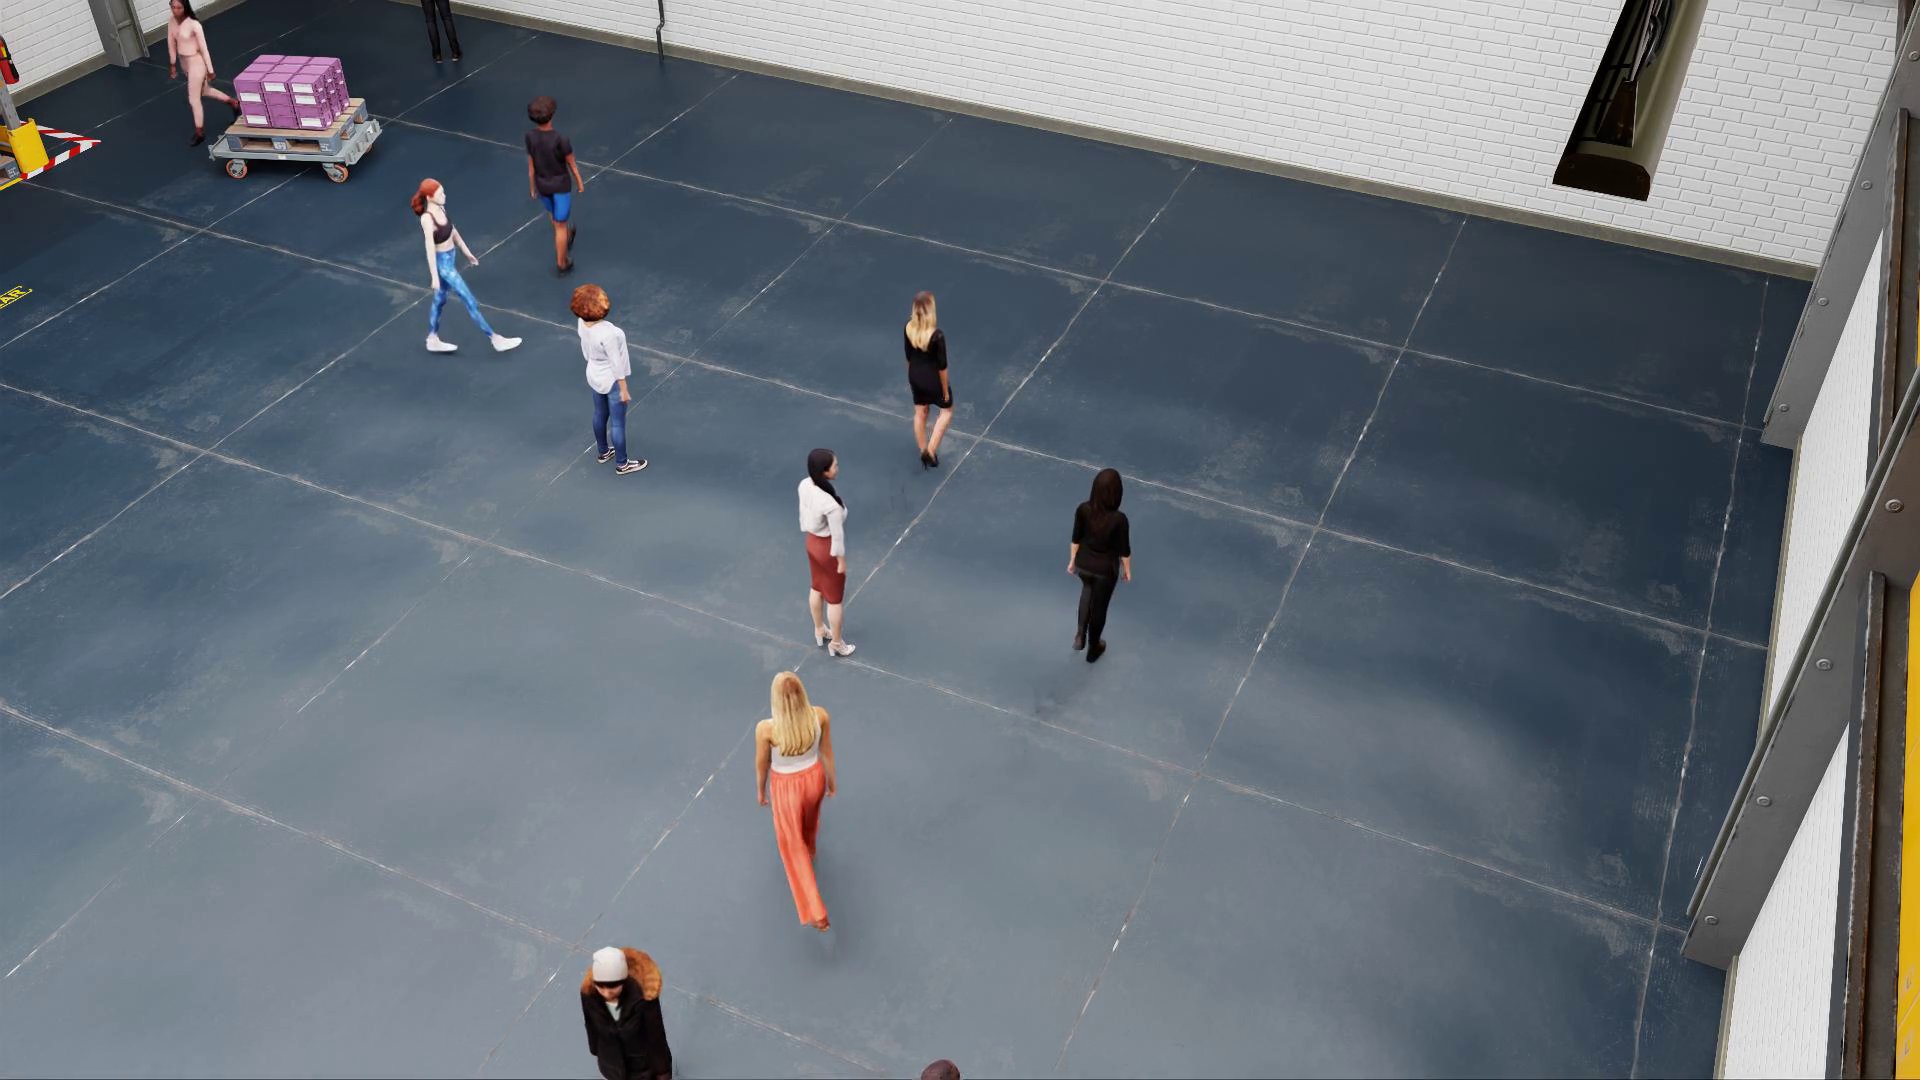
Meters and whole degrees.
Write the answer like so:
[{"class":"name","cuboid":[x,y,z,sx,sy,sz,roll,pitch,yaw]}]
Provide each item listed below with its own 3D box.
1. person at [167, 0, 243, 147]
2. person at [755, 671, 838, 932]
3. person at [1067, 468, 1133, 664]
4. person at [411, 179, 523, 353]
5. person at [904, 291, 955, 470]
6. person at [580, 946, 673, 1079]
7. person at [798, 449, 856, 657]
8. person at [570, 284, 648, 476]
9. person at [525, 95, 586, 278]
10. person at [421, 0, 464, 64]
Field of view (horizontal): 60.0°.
[{"class":"person","cuboid":[-8.511,-5.321,18.670,0.749,1.688,1.127,23,44,26]},{"class":"person","cuboid":[-0.954,1.581,9.968,1.170,1.761,1.227,-13,41,-16]},{"class":"person","cuboid":[0.937,0.241,11.752,0.611,1.629,0.602,19,42,22]},{"class":"person","cuboid":[-4.723,-2.428,15.004,0.992,1.741,1.147,-2,39,-2]},{"class":"person","cuboid":[-0.305,-1.244,13.582,0.616,1.667,0.606,23,44,26]},{"class":"person","cuboid":[-1.703,2.636,8.764,0.859,1.615,1.067,2,39,2]},{"class":"person","cuboid":[-0.951,0.095,11.837,0.668,1.750,0.669,-25,45,-28]},{"class":"person","cuboid":[-2.920,-1.335,13.657,0.728,1.713,0.725,-31,48,-33]},{"class":"person","cuboid":[-3.992,-3.412,16.217,0.812,1.766,1.099,6,39,8]},{"class":"person","cuboid":[-6.473,-6.766,20.393,0.714,1.794,0.753,-10,40,-12]}]
